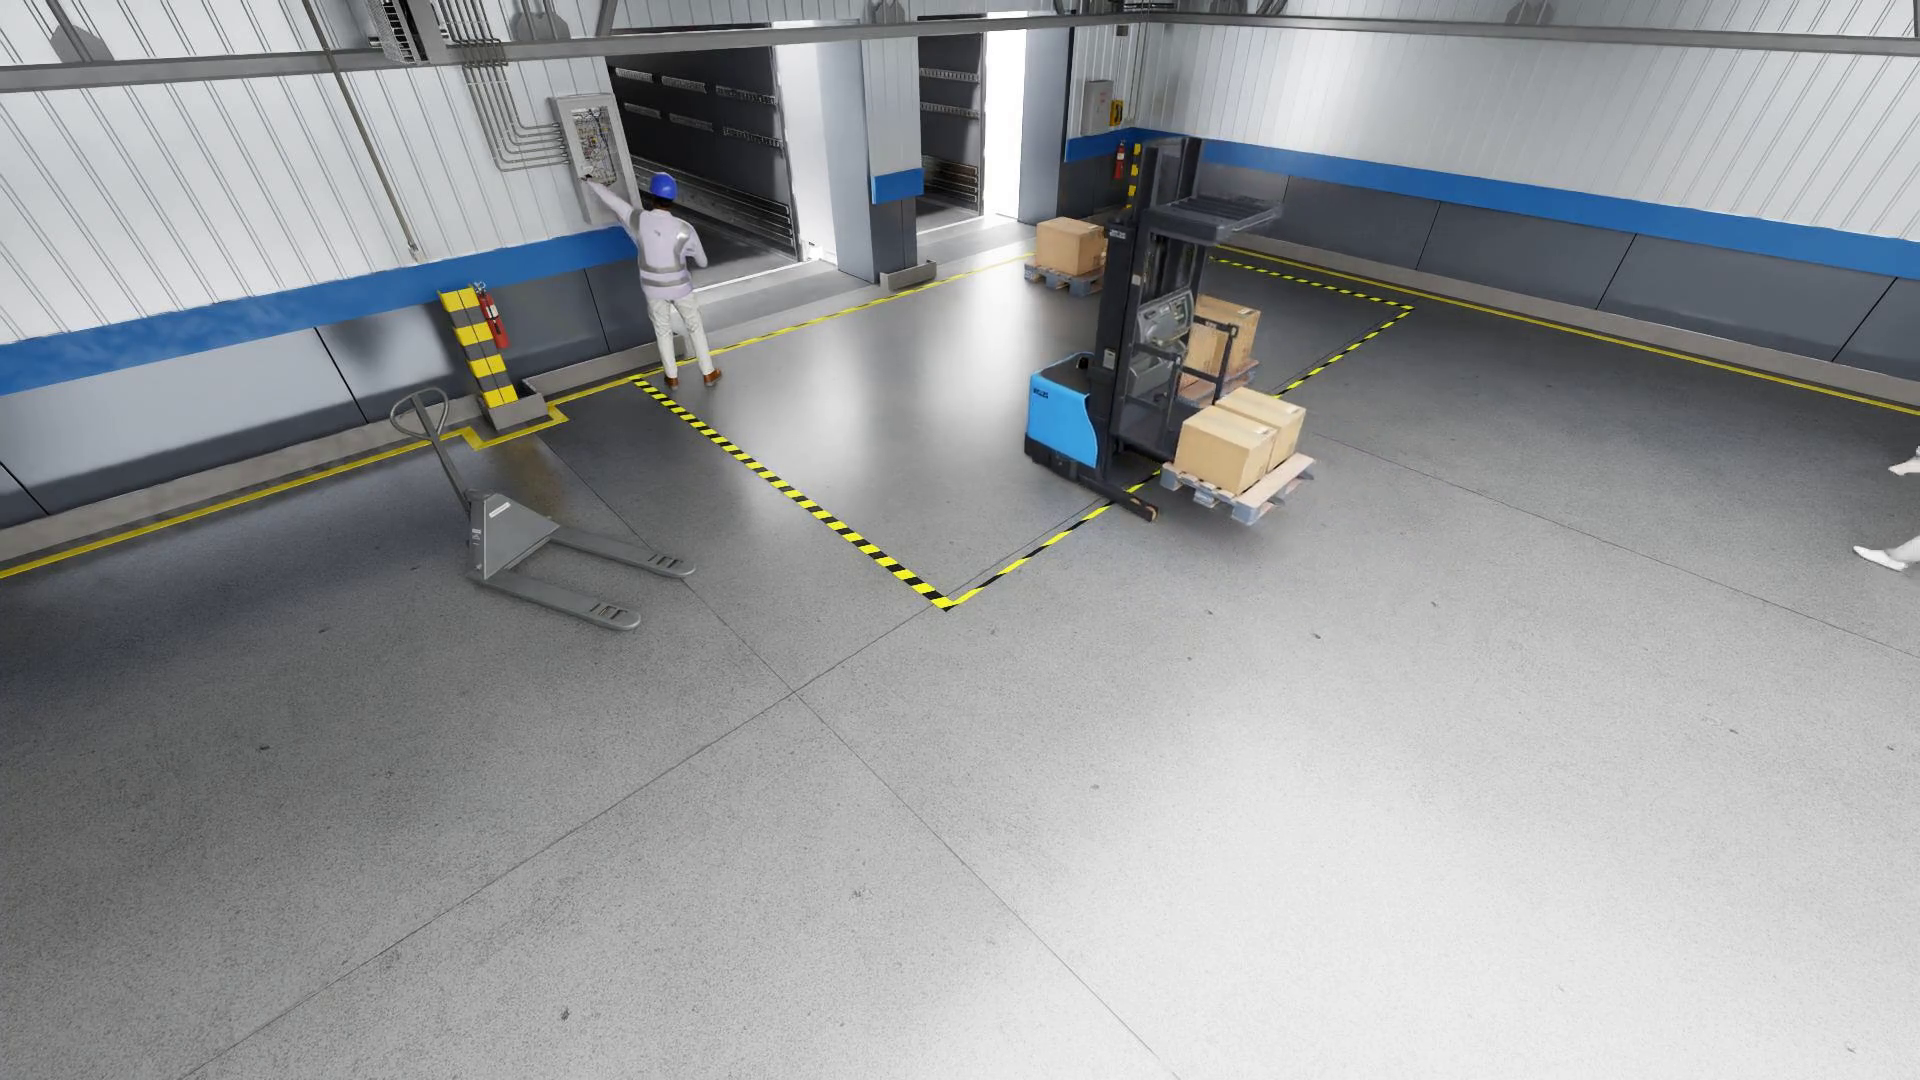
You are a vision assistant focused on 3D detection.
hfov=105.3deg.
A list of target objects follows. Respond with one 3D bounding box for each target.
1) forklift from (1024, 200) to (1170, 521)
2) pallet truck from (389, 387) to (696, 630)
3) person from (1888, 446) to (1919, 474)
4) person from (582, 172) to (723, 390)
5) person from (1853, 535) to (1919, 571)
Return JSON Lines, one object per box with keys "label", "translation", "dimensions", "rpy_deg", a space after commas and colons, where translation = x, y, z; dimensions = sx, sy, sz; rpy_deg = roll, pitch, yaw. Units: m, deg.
{"label": "forklift", "translation": [1.084, -1.446, 5.489], "dimensions": [0.716, 2.013, 0.776], "rpy_deg": [-31, 47, -33]}
{"label": "pallet truck", "translation": [-2.613, -0.247, 4.593], "dimensions": [1.601, 1.201, 0.680], "rpy_deg": [14, 40, 17]}
{"label": "person", "translation": [7.857, -1.140, 5.365], "dimensions": [0.623, 1.707, 0.330], "rpy_deg": [18, 41, 22]}
{"label": "person", "translation": [-2.817, -2.412, 6.855], "dimensions": [0.969, 1.901, 0.787], "rpy_deg": [-8, 38, -10]}
{"label": "person", "translation": [6.534, -0.325, 4.402], "dimensions": [0.533, 1.586, 0.874], "rpy_deg": [-16, 41, -20]}
